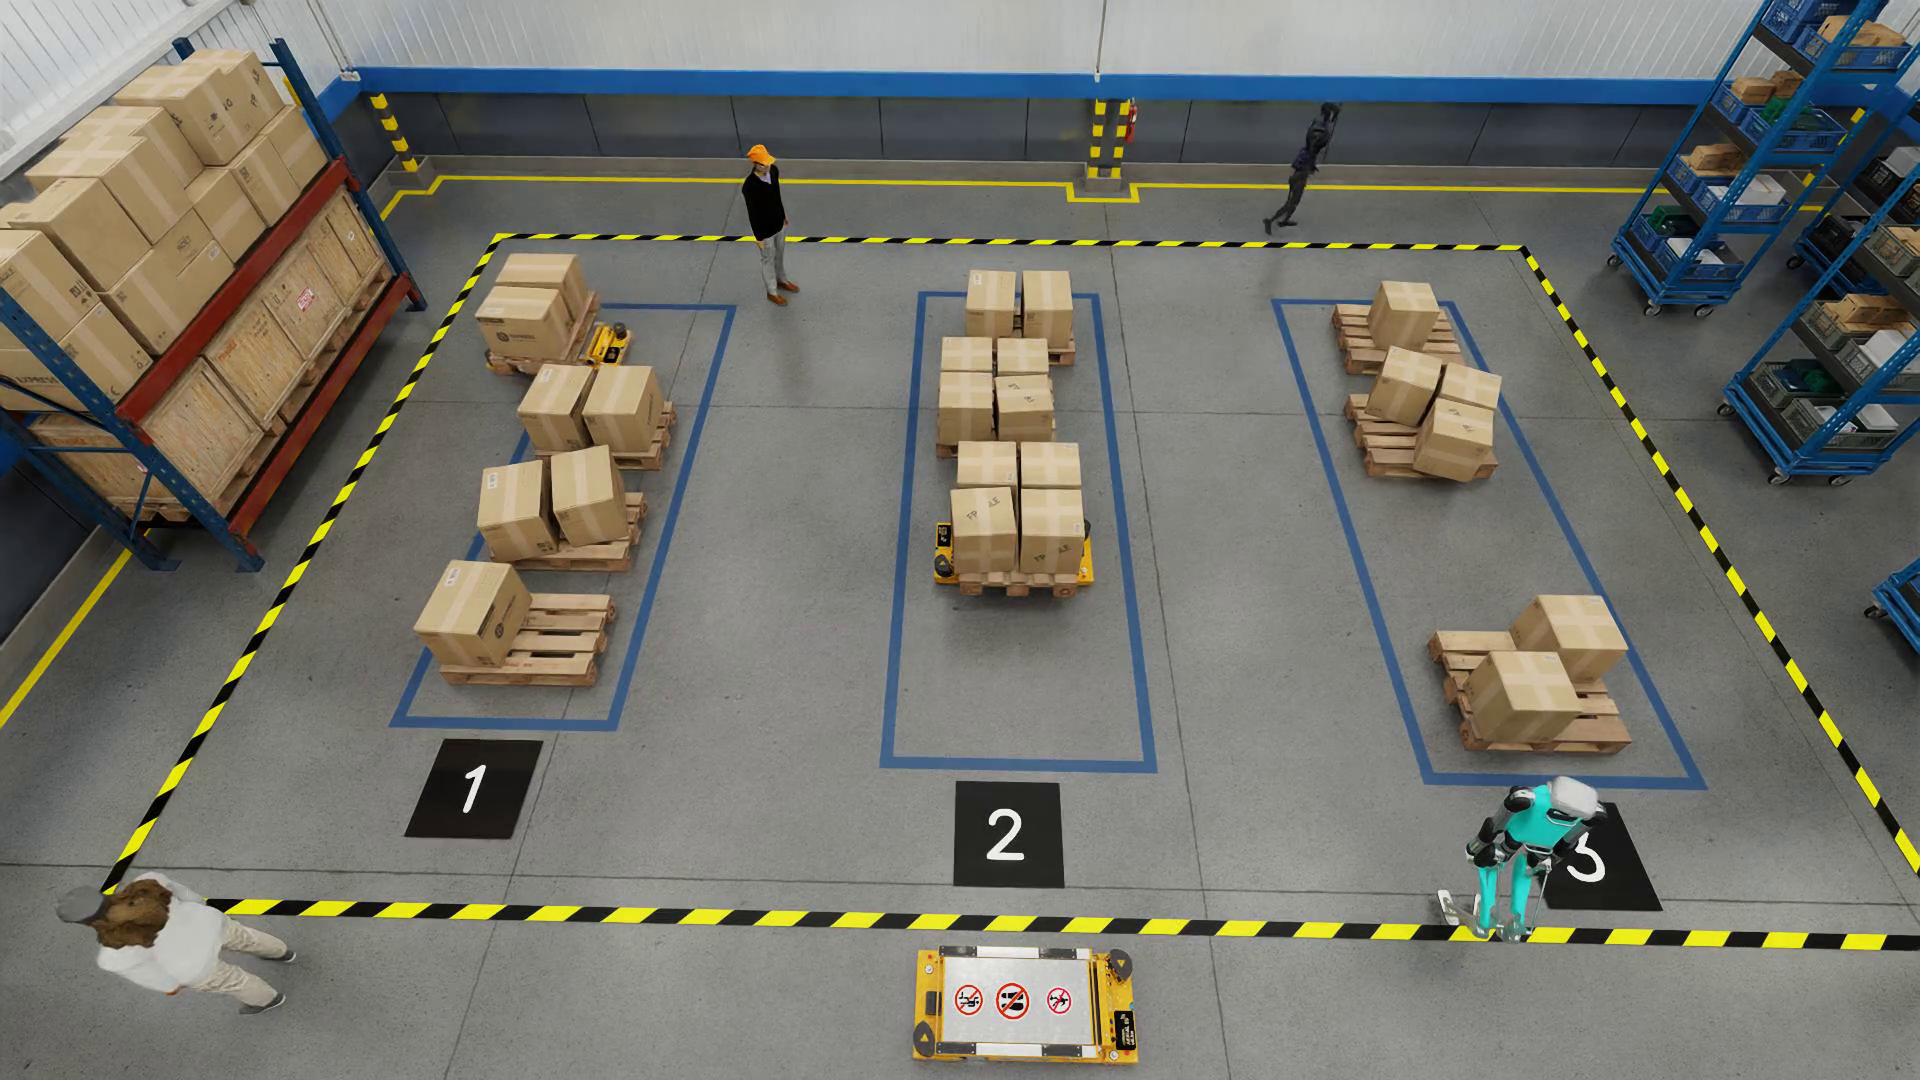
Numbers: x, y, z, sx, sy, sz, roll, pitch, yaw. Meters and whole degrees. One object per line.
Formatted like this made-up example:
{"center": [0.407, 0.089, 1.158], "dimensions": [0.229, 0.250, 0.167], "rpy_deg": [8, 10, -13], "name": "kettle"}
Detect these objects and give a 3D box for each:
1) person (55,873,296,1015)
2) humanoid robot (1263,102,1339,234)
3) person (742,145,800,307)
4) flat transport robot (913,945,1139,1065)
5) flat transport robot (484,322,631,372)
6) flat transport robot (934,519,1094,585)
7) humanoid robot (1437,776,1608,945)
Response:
{"center": [-4.657, 2.450, 5.525], "dimensions": [0.407, 1.760, 0.564], "rpy_deg": [-6, 51, -5], "name": "person"}
{"center": [4.207, -4.604, 11.334], "dimensions": [0.468, 1.647, 0.598], "rpy_deg": [24, 55, 19], "name": "humanoid robot"}
{"center": [-2.129, -3.544, 10.332], "dimensions": [0.376, 1.883, 0.590], "rpy_deg": [20, 53, 15], "name": "person"}
{"center": [0.422, 3.041, 6.007], "dimensions": [1.431, 0.231, 0.659], "rpy_deg": [1, 51, 1], "name": "flat transport robot"}
{"center": [-4.485, -2.164, 10.232], "dimensions": [1.431, 0.197, 0.652], "rpy_deg": [1, 51, 1], "name": "flat transport robot"}
{"center": [0.490, 0.087, 8.397], "dimensions": [1.431, 0.197, 0.652], "rpy_deg": [1, 51, 1], "name": "flat transport robot"}
{"center": [3.481, 2.129, 5.719], "dimensions": [0.533, 1.673, 0.735], "rpy_deg": [10, 51, 8], "name": "humanoid robot"}
